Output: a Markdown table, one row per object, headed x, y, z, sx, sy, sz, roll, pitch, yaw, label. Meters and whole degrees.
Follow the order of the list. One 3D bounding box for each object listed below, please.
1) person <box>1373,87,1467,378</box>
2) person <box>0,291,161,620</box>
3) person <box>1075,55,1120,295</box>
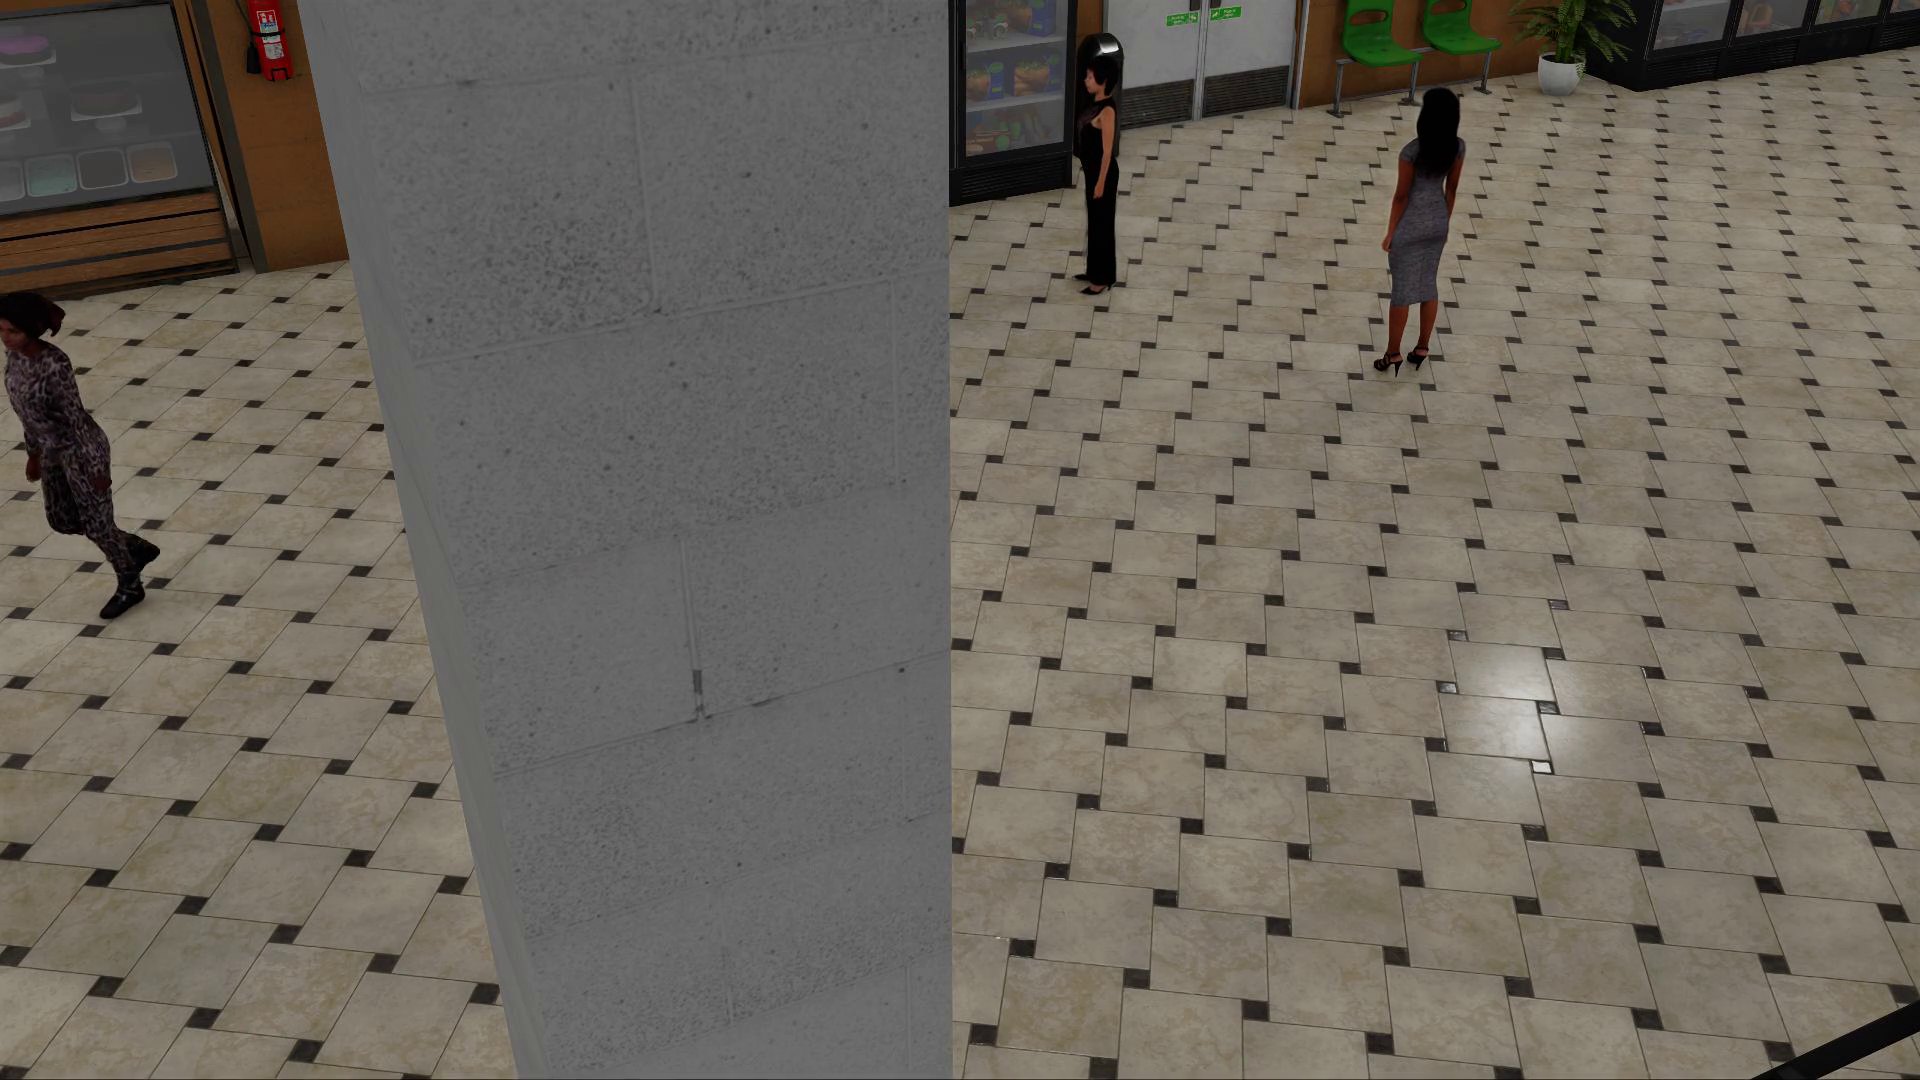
| x | y | z | sx | sy | sz | roll | pitch | yaw | label |
| --- | --- | --- | --- | --- | --- | --- | --- | --- | --- |
| 2.761 | -1.835 | 9.977 | 0.607 | 1.781 | 0.552 | -9 | 33 | -15 | person |
| -4.076 | -0.416 | 7.776 | 0.764 | 1.698 | 0.811 | 22 | 38 | 31 | person |
| 0.943 | -2.431 | 11.104 | 0.706 | 1.603 | 0.567 | -2 | 32 | -4 | person |
